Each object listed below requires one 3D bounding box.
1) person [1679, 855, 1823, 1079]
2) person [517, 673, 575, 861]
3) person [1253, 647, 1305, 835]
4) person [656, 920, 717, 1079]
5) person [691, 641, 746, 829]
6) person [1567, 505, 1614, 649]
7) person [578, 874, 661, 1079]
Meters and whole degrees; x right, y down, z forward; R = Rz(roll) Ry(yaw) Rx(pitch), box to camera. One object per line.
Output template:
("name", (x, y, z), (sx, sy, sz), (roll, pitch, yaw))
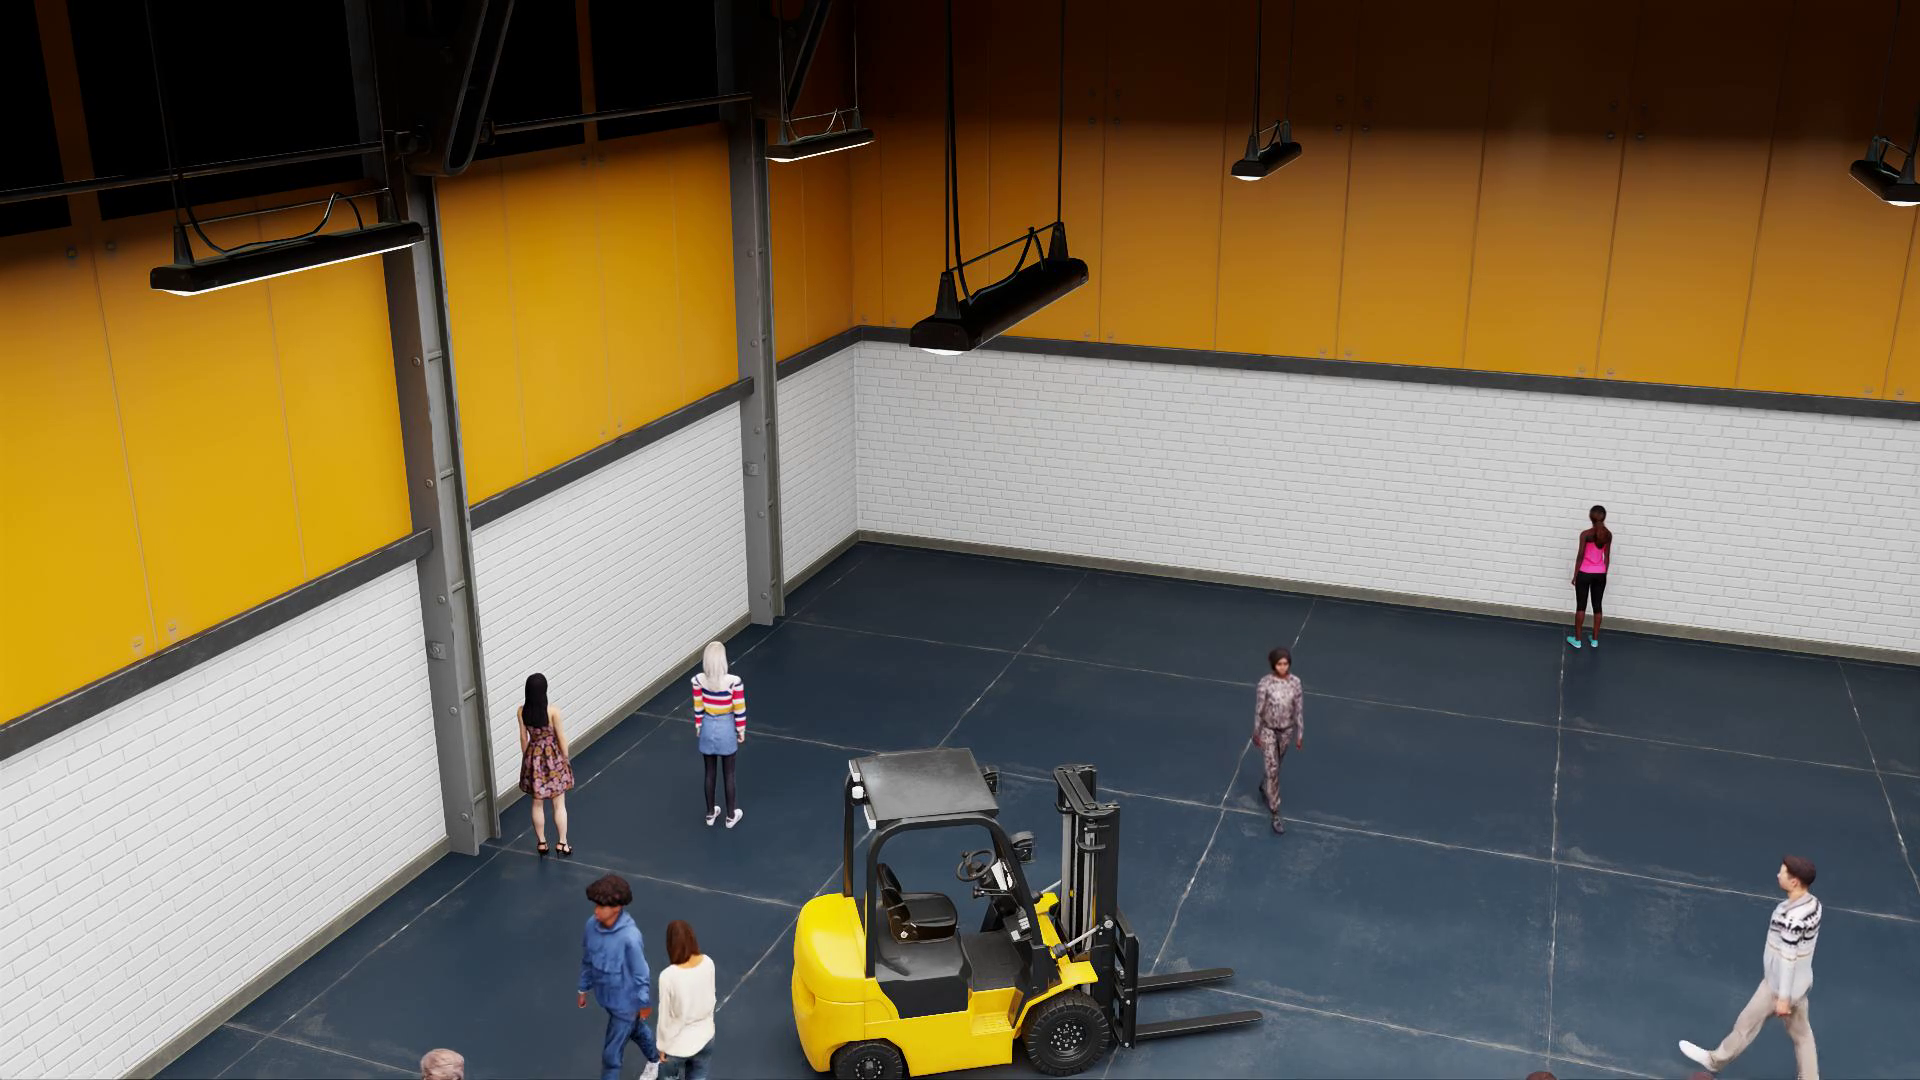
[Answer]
("person", (5.773, 3.075, 11.439), (1.091, 1.814, 1.199), (17, 25, 41))
("person", (-3.667, 1.995, 14.711), (0.731, 1.774, 0.747), (2, 19, 6))
("person", (2.934, 1.789, 15.481), (0.903, 1.672, 1.201), (-1, 19, -3))
("person", (-1.739, 3.323, 10.947), (0.748, 1.659, 0.836), (-17, 25, -40))
("person", (-2.231, 1.775, 15.310), (0.684, 1.808, 0.595), (2, 19, 7))
("person", (7.392, 0.421, 19.460), (0.635, 1.725, 0.653), (0, 19, -1))
("person", (-2.282, 3.100, 11.447), (0.957, 1.764, 1.251), (15, 24, 38))
